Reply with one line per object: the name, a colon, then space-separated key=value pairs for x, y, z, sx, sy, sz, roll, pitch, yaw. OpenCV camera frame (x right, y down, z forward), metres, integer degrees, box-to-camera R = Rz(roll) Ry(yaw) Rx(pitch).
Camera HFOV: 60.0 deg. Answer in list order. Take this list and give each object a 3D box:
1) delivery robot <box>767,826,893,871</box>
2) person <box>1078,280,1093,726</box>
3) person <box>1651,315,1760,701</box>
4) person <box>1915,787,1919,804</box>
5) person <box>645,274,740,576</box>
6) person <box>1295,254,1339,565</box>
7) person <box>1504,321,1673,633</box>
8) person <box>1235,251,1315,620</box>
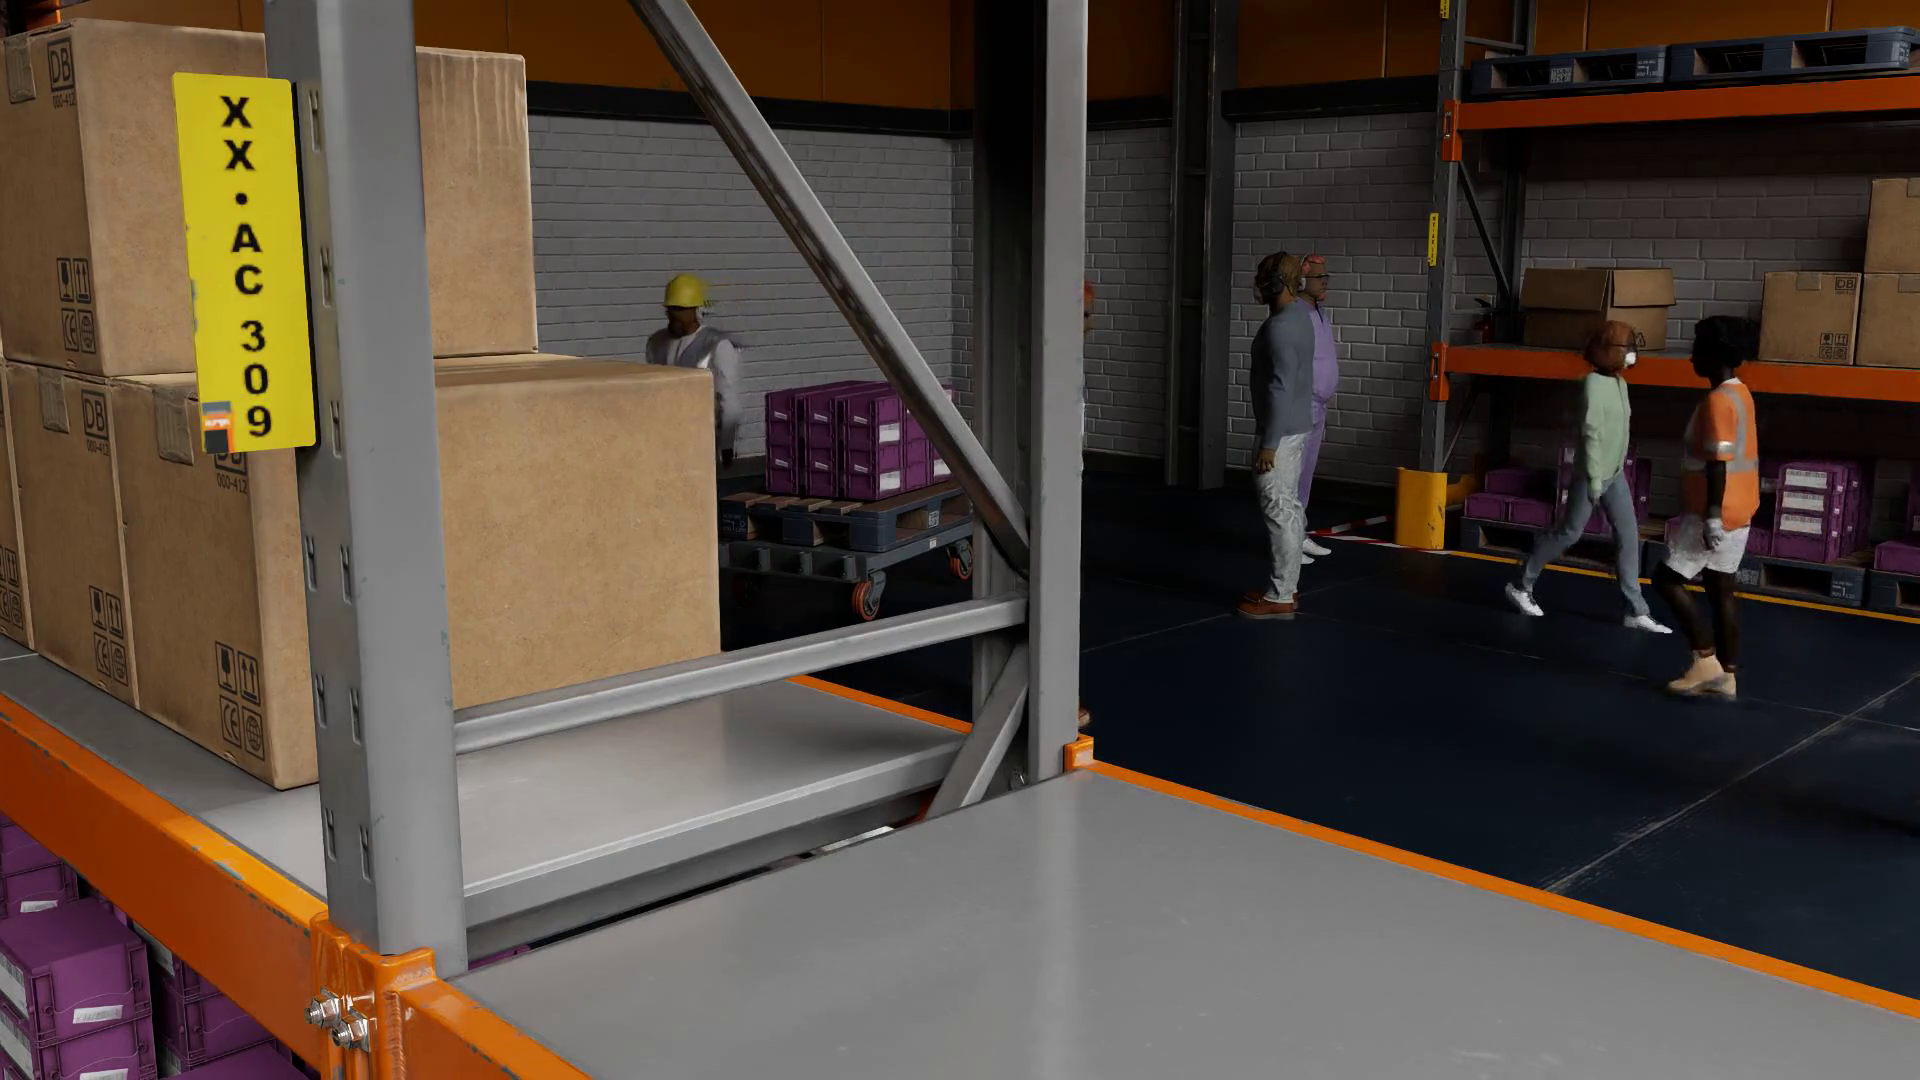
delivery robot: x=-0.217 y=0.880 z=4.543 sx=0.477 sy=0.478 sz=0.707 roll=-9 pitch=14 yaw=-42
person: x=0.309 y=-0.163 z=6.882 sx=0.466 sy=1.873 sz=0.655 roll=-1 pitch=10 yaw=-6
person: x=3.231 y=-0.124 z=7.184 sx=0.404 sy=1.678 sz=0.555 roll=7 pitch=13 yaw=34
person: x=3.500 y=0.131 z=5.096 sx=0.625 sy=1.958 sz=1.004 roll=-3 pitch=11 yaw=-15
person: x=-1.536 y=-0.609 z=9.494 sx=0.629 sy=1.810 sz=0.493 roll=6 pitch=12 yaw=28
person: x=2.140 y=-0.812 z=10.338 sx=0.409 sy=1.907 sz=0.651 roll=6 pitch=12 yaw=29
person: x=3.275 y=-0.340 z=8.633 sx=0.847 sy=1.602 sz=0.504 roll=10 pitch=14 yaw=43
person: x=1.679 y=-0.548 z=8.811 sx=0.359 sy=1.938 sz=0.635 roll=4 pitch=11 yaw=18
